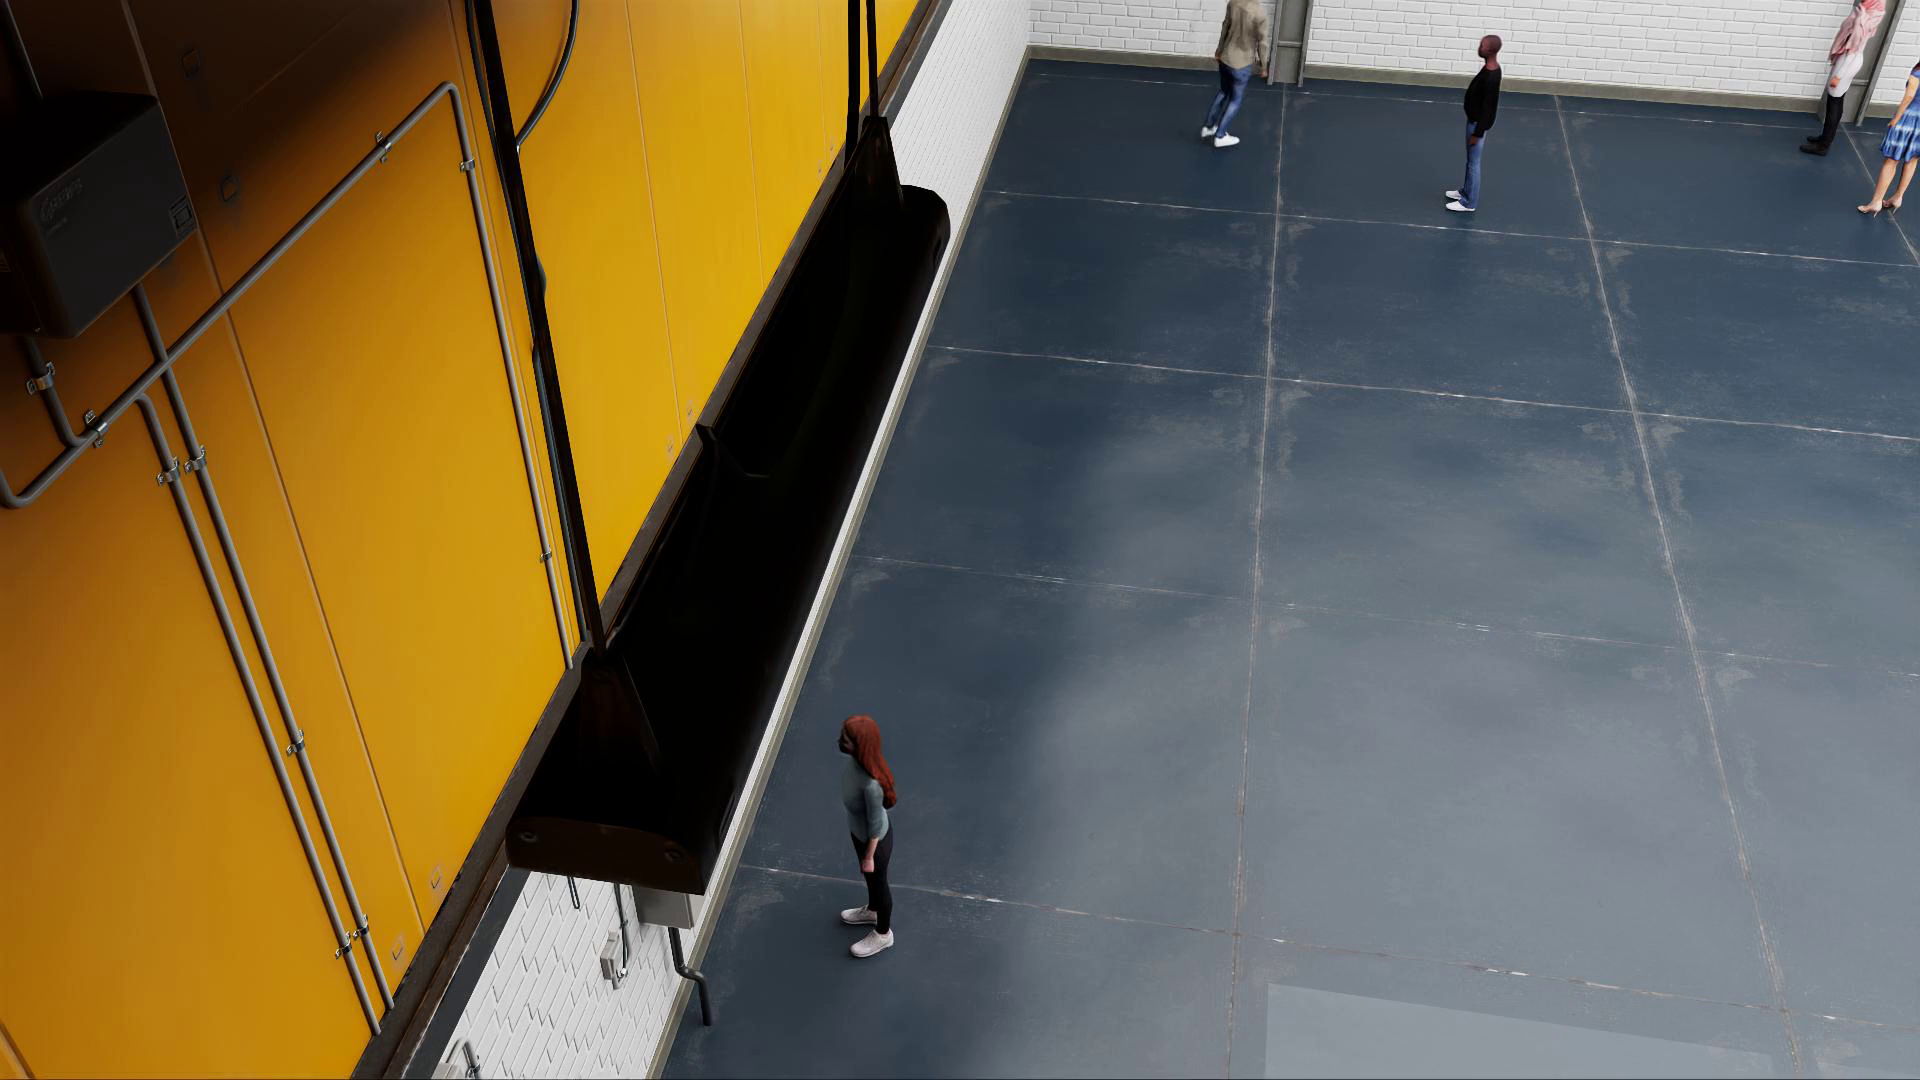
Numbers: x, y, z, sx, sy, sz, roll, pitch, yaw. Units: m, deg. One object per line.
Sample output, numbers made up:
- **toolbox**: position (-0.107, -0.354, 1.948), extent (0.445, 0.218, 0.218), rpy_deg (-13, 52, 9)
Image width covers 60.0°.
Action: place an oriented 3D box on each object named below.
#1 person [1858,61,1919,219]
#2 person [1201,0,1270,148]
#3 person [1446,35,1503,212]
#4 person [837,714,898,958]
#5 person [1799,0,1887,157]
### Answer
- **person**: position (9.120, -3.967, 15.956), extent (0.670, 1.806, 0.809), rpy_deg (-11, 40, -13)
- **person**: position (2.797, -4.906, 17.114), extent (0.807, 1.829, 0.895), rpy_deg (26, 45, 29)
- **person**: position (5.021, -4.032, 16.085), extent (0.542, 1.748, 0.603), rpy_deg (8, 39, 10)
- **person**: position (-0.497, 1.595, 9.042), extent (0.660, 1.743, 0.652), rpy_deg (-8, 39, -10)
- **person**: position (9.088, -4.834, 17.044), extent (0.757, 1.804, 0.735), rpy_deg (27, 46, 30)
